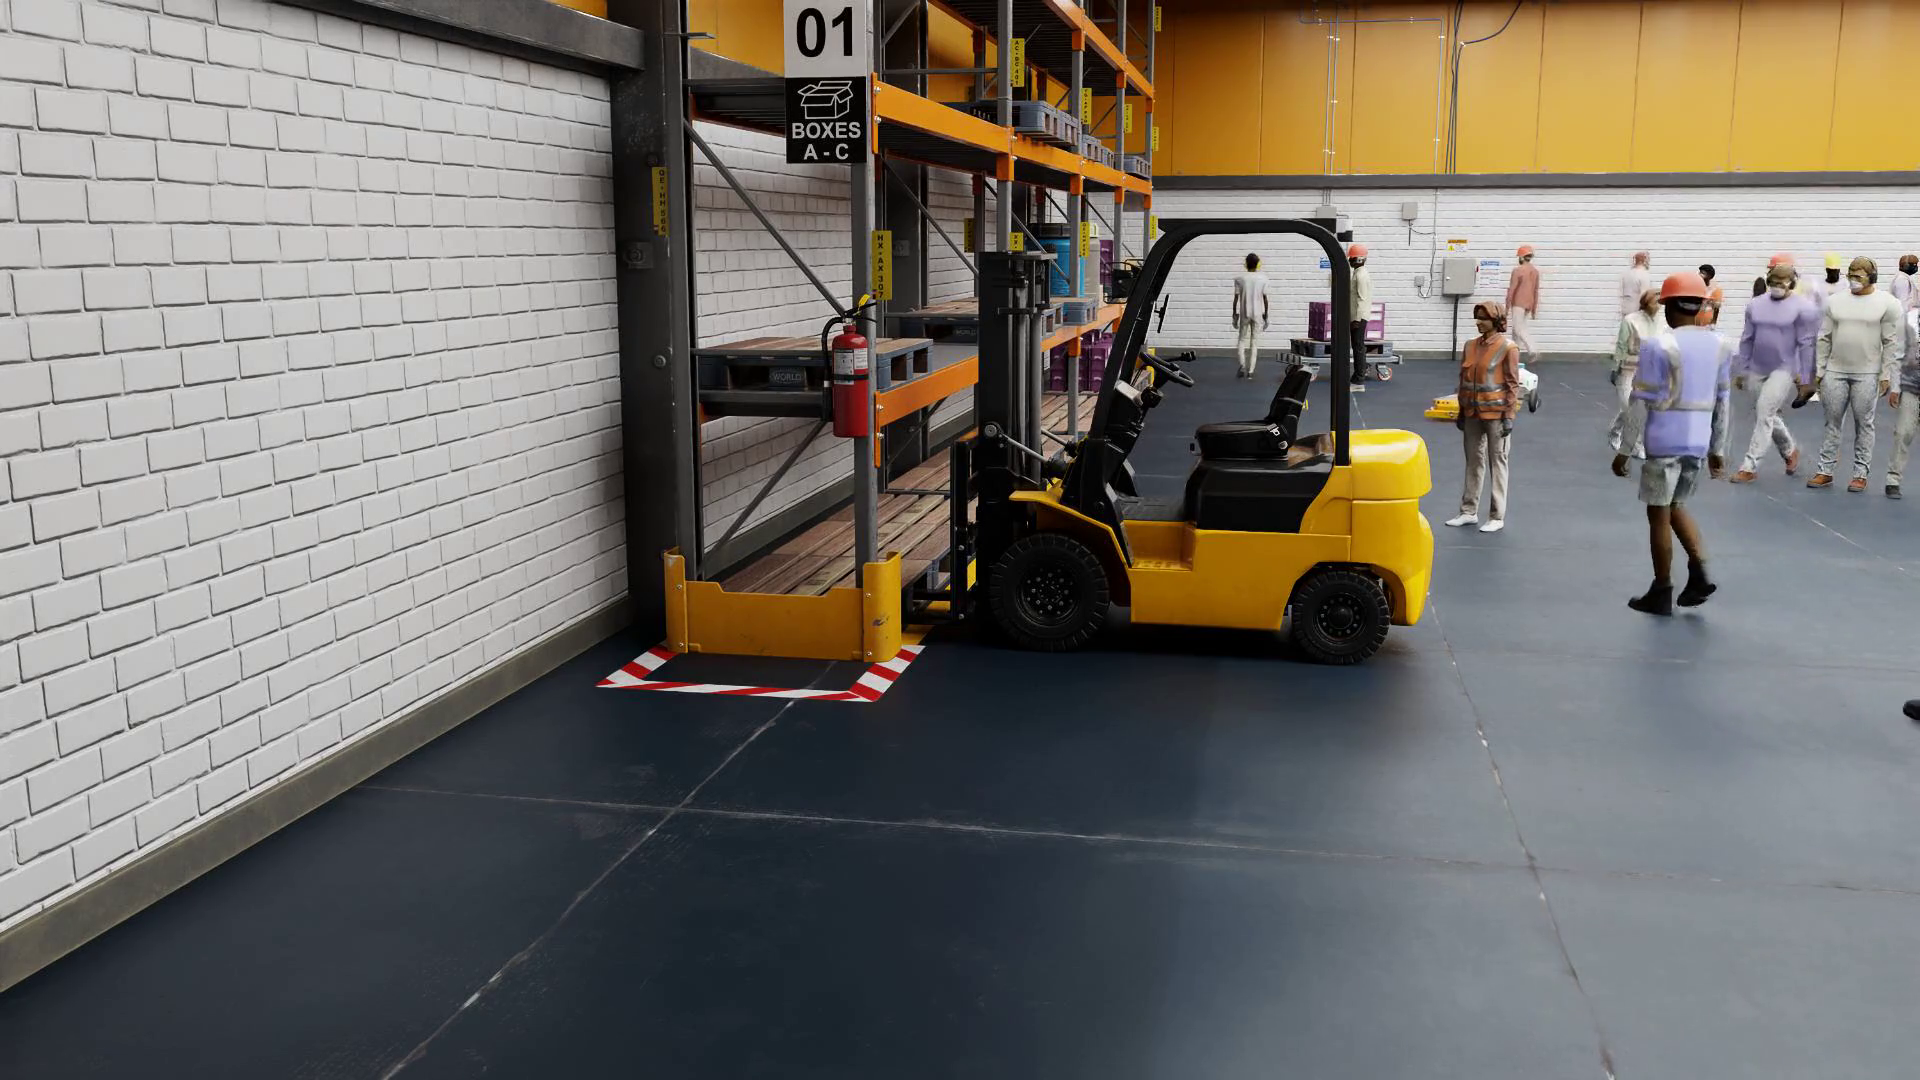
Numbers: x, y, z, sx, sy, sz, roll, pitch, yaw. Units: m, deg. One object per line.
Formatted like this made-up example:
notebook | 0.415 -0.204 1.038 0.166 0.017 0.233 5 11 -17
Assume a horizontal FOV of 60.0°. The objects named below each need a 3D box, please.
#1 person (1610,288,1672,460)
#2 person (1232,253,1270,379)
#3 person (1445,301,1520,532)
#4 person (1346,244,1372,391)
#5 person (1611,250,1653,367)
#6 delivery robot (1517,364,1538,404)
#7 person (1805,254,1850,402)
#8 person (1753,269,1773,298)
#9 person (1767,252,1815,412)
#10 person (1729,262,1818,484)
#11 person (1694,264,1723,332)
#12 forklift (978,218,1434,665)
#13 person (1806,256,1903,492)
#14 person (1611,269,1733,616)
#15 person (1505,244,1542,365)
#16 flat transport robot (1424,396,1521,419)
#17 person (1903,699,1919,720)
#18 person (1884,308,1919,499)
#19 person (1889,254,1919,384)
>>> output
person | 6.403 -1.572 15.693 0.552 1.616 0.450 -1 10 -5
person | 4.303 -3.300 24.560 0.538 1.849 0.375 2 11 11
person | 3.753 -0.878 11.853 0.314 1.641 0.515 -5 12 -27
person | 5.390 -3.014 22.591 0.375 1.996 0.608 2 11 10
person | 10.231 -3.454 25.316 0.562 1.893 0.656 -2 10 -10
delivery robot | 6.773 -1.892 20.137 0.477 0.478 0.707 5 12 27
person | 10.856 -2.629 20.809 0.614 1.868 0.998 3 11 14
person | 11.809 -3.173 23.965 0.658 1.807 0.847 -3 11 -17
person | 9.814 -2.457 19.772 0.558 1.918 0.586 -7 13 -35
person | 7.013 -1.428 14.230 0.915 1.890 0.654 -6 12 -28
person | 10.754 -3.136 24.085 0.318 1.697 0.535 -5 11 -25
forklift | 1.285 -0.567 8.635 2.313 2.155 1.214 2 11 11
person | 7.372 -1.364 13.723 0.371 1.933 0.627 -9 14 -42
person | 3.933 -0.526 9.192 0.568 1.918 0.432 -4 11 -21
person | 9.223 -3.841 27.209 0.625 1.967 0.879 -8 13 -37
flat transport robot | 5.985 -1.566 19.383 0.652 0.197 1.431 7 13 36
person | 4.393 -0.126 7.041 0.539 1.889 0.678 -6 12 -28
person | 7.705 -1.211 13.202 0.592 1.820 0.404 5 11 25
person | 13.309 -3.096 23.474 0.429 1.842 0.627 5 11 24
